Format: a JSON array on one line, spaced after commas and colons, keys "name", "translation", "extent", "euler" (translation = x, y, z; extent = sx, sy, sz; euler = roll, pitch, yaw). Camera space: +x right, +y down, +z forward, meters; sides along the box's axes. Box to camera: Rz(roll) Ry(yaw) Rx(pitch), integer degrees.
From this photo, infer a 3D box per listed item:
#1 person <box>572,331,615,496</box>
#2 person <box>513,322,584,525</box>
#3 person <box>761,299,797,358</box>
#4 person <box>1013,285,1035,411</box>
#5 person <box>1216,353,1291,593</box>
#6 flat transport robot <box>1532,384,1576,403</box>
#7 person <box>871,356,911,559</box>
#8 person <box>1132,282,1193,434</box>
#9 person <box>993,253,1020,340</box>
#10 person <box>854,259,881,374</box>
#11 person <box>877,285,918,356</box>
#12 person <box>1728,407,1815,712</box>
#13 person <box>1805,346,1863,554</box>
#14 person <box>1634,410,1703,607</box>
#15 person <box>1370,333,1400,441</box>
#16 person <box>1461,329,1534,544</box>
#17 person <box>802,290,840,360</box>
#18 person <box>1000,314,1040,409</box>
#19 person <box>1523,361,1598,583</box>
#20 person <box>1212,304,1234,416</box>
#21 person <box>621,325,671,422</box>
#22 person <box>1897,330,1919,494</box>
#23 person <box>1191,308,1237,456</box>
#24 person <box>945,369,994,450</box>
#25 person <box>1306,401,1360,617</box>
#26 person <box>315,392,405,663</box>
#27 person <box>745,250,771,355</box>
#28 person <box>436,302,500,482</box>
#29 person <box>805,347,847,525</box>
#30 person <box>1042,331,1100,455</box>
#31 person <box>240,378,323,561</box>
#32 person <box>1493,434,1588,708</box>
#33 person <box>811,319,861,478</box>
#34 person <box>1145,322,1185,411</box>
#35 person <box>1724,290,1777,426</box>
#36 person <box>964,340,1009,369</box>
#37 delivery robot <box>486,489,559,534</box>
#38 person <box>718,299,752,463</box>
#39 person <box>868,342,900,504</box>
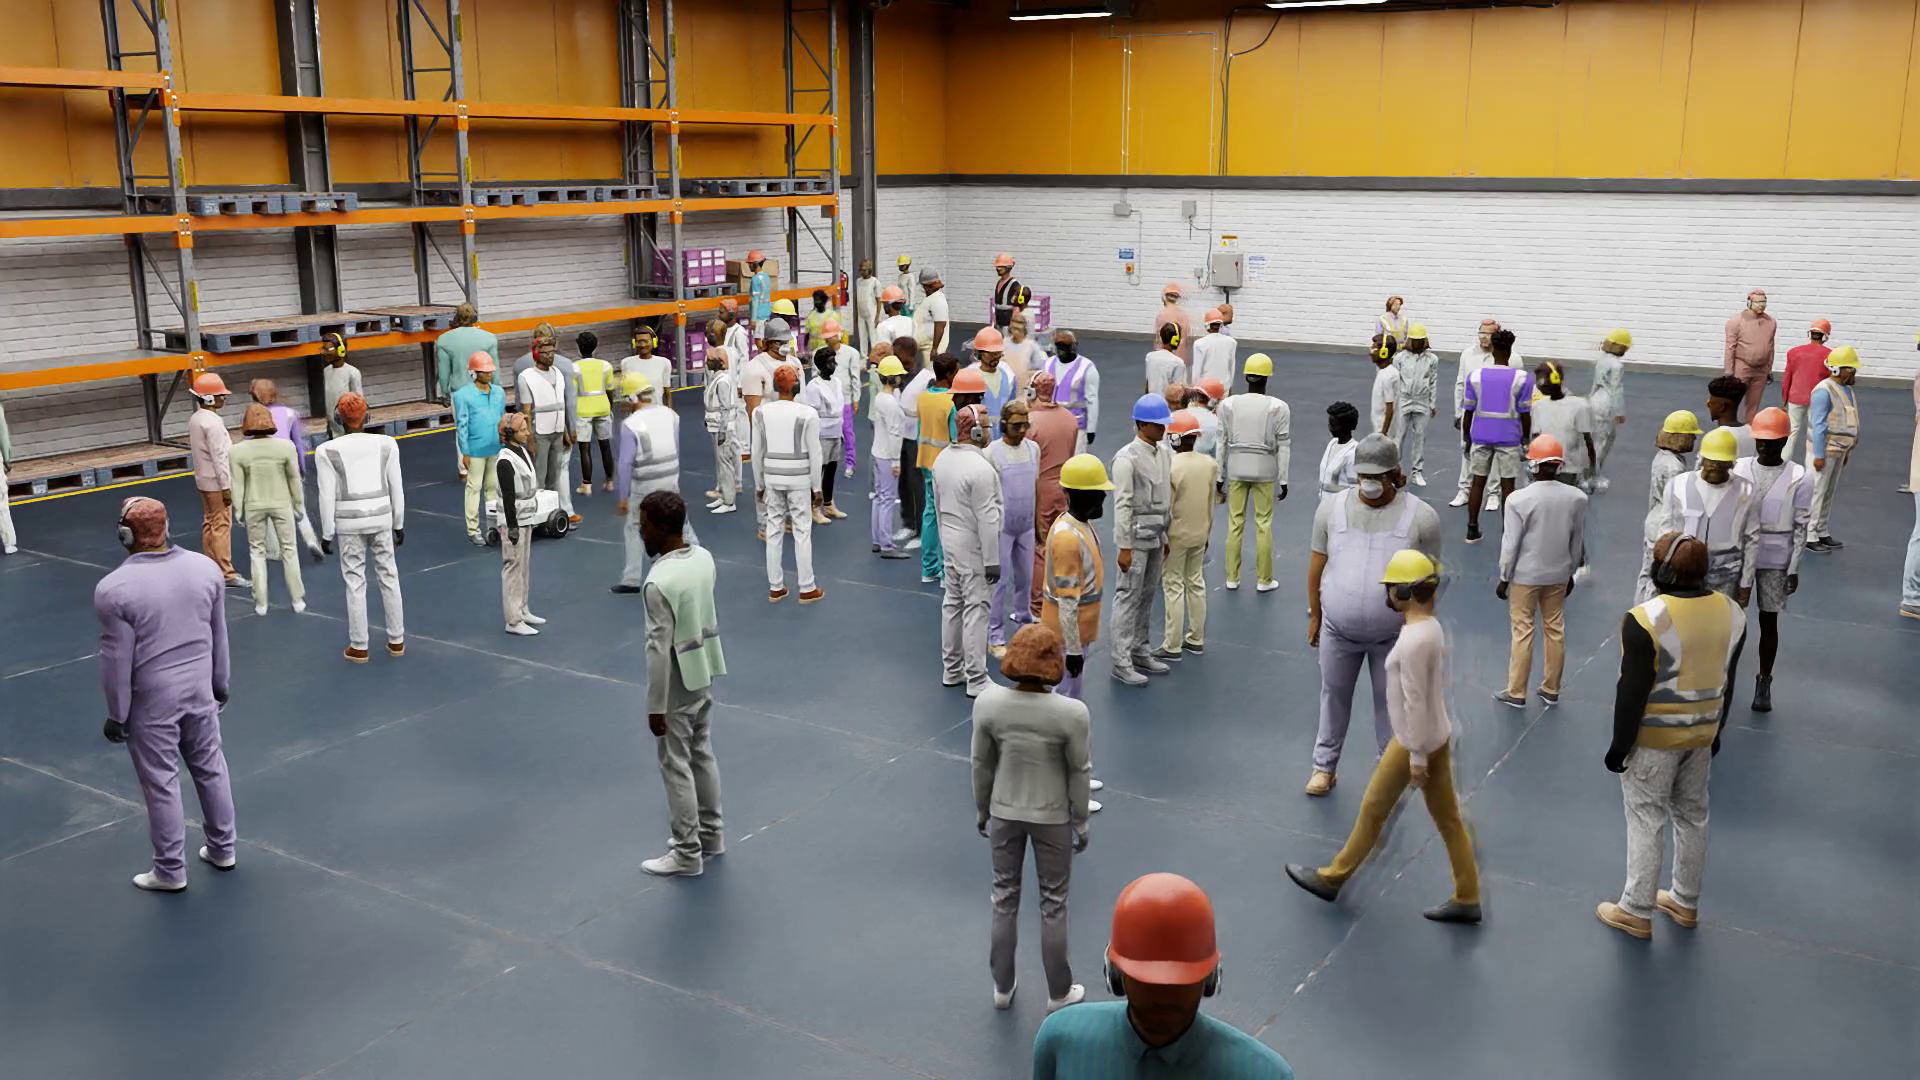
[{"name": "person", "translation": [-3.825, -1.306, 17.225], "extent": [0.539, 1.695, 0.318], "euler": [-9, 16, -35]}, {"name": "person", "translation": [-3.898, -1.084, 15.730], "extent": [0.629, 1.940, 0.376], "euler": [4, 14, 17]}, {"name": "person", "translation": [-1.976, -1.720, 18.537], "extent": [0.398, 1.920, 0.586], "euler": [-11, 17, -40]}, {"name": "person", "translation": [0.787, -2.292, 21.125], "extent": [0.329, 1.872, 0.509], "euler": [3, 13, 13]}, {"name": "person", "translation": [2.354, -0.537, 13.385], "extent": [0.593, 1.924, 0.384], "euler": [5, 14, 21]}, {"name": "flat transport robot", "translation": [8.281, -2.050, 23.575], "extent": [0.652, 0.197, 1.431], "euler": [2, 13, 10]}, {"name": "person", "translation": [-0.608, -0.724, 14.545], "extent": [0.327, 1.770, 0.526], "euler": [-4, 13, -15]}, {"name": "person", "translation": [2.629, -2.229, 20.720], "extent": [0.633, 1.942, 0.974], "euler": [-11, 17, -40]}, {"name": "person", "translation": [0.667, -3.273, 24.996], "extent": [0.379, 2.045, 0.605], "euler": [-7, 15, -27]}, {"name": "person", "translation": [-1.503, -3.612, 26.911], "extent": [0.507, 1.842, 0.343], "euler": [9, 16, 35]}, {"name": "person", "translation": [-0.749, -1.853, 18.836], "extent": [0.376, 2.045, 0.605], "euler": [10, 16, 37]}, {"name": "person", "translation": [5.039, 0.120, 10.510], "extent": [0.543, 1.938, 0.356], "euler": [9, 16, 33]}, {"name": "person", "translation": [7.728, -0.803, 14.741], "extent": [0.586, 1.835, 0.403], "euler": [-12, 18, -42]}, {"name": "person", "translation": [4.961, -0.046, 11.658], "extent": [0.324, 1.743, 0.490], "euler": [2, 13, 10]}, {"name": "person", "translation": [3.910, -0.980, 15.430], "extent": [0.331, 1.872, 0.513], "euler": [3, 13, 14]}, {"name": "person", "translation": [4.823, -0.915, 14.966], "extent": [0.608, 1.958, 0.373], "euler": [8, 15, 30]}, {"name": "person", "translation": [-1.949, -2.637, 23.087], "extent": [0.546, 1.642, 0.875], "euler": [7, 15, 27]}, {"name": "person", "translation": [0.576, -1.556, 18.095], "extent": [0.528, 1.780, 1.006], "euler": [6, 14, 26]}, {"name": "person", "translation": [4.917, -0.536, 13.609], "extent": [0.420, 1.824, 0.625], "euler": [-8, 15, -32]}, {"name": "person", "translation": [3.335, -2.191, 21.200], "extent": [0.266, 1.631, 0.507], "euler": [-1, 13, -6]}, {"name": "person", "translation": [-3.047, -1.159, 16.203], "extent": [0.518, 1.874, 0.326], "euler": [-2, 13, -9]}, {"name": "person", "translation": [10.029, -1.359, 17.321], "extent": [0.341, 1.760, 0.525], "euler": [9, 16, 33]}, {"name": "person", "translation": [2.909, -1.793, 19.210], "extent": [0.563, 1.753, 0.335], "euler": [-5, 14, -21]}, {"name": "person", "translation": [0.070, -0.307, 12.362], "extent": [0.357, 1.937, 0.551], "euler": [-1, 13, -5]}, {"name": "person", "translation": [2.840, -0.198, 12.426], "extent": [0.319, 1.693, 0.532], "euler": [-3, 13, -12]}, {"name": "person", "translation": [-4.132, -0.084, 11.518], "extent": [0.572, 1.883, 0.354], "euler": [-9, 16, -33]}, {"name": "person", "translation": [-3.168, -3.512, 26.069], "extent": [0.396, 2.036, 0.600], "euler": [2, 13, 10]}, {"name": "person", "translation": [-5.274, -1.589, 17.921], "extent": [0.637, 1.938, 0.355], "euler": [-4, 14, -16]}, {"name": "person", "translation": [-1.275, -1.001, 15.902], "extent": [0.316, 1.695, 0.542], "euler": [7, 15, 27]}, {"name": "person", "translation": [1.041, -1.112, 16.098], "extent": [0.643, 1.833, 0.430], "euler": [10, 16, 37]}, {"name": "person", "translation": [-5.821, -0.580, 14.287], "extent": [0.646, 1.607, 0.528], "euler": [11, 17, 41]}, {"name": "person", "translation": [3.671, 0.198, 10.574], "extent": [0.559, 1.752, 0.325], "euler": [-3, 13, -13]}, {"name": "person", "translation": [-1.367, -1.554, 18.208], "extent": [0.578, 1.738, 0.354], "euler": [4, 14, 17]}, {"name": "person", "translation": [2.054, -1.249, 16.643], "extent": [0.344, 1.856, 0.525], "euler": [-11, 17, -40]}, {"name": "person", "translation": [9.481, -2.041, 19.956], "extent": [0.641, 1.908, 0.408], "euler": [-2, 13, -10]}, {"name": "person", "translation": [0.296, -1.303, 17.378], "extent": [0.522, 1.614, 0.382], "euler": [-4, 14, -18]}, {"name": "delivery robot", "translation": [-3.981, -0.295, 15.134], "extent": [0.477, 0.478, 0.707], "euler": [6, 14, 24]}, {"name": "person", "translation": [-2.585, -1.812, 19.008], "extent": [0.339, 1.882, 0.581], "euler": [-6, 14, -26]}, {"name": "person", "translation": [-0.784, -1.190, 16.856], "extent": [0.278, 1.634, 0.499], "euler": [-4, 14, -16]}]
